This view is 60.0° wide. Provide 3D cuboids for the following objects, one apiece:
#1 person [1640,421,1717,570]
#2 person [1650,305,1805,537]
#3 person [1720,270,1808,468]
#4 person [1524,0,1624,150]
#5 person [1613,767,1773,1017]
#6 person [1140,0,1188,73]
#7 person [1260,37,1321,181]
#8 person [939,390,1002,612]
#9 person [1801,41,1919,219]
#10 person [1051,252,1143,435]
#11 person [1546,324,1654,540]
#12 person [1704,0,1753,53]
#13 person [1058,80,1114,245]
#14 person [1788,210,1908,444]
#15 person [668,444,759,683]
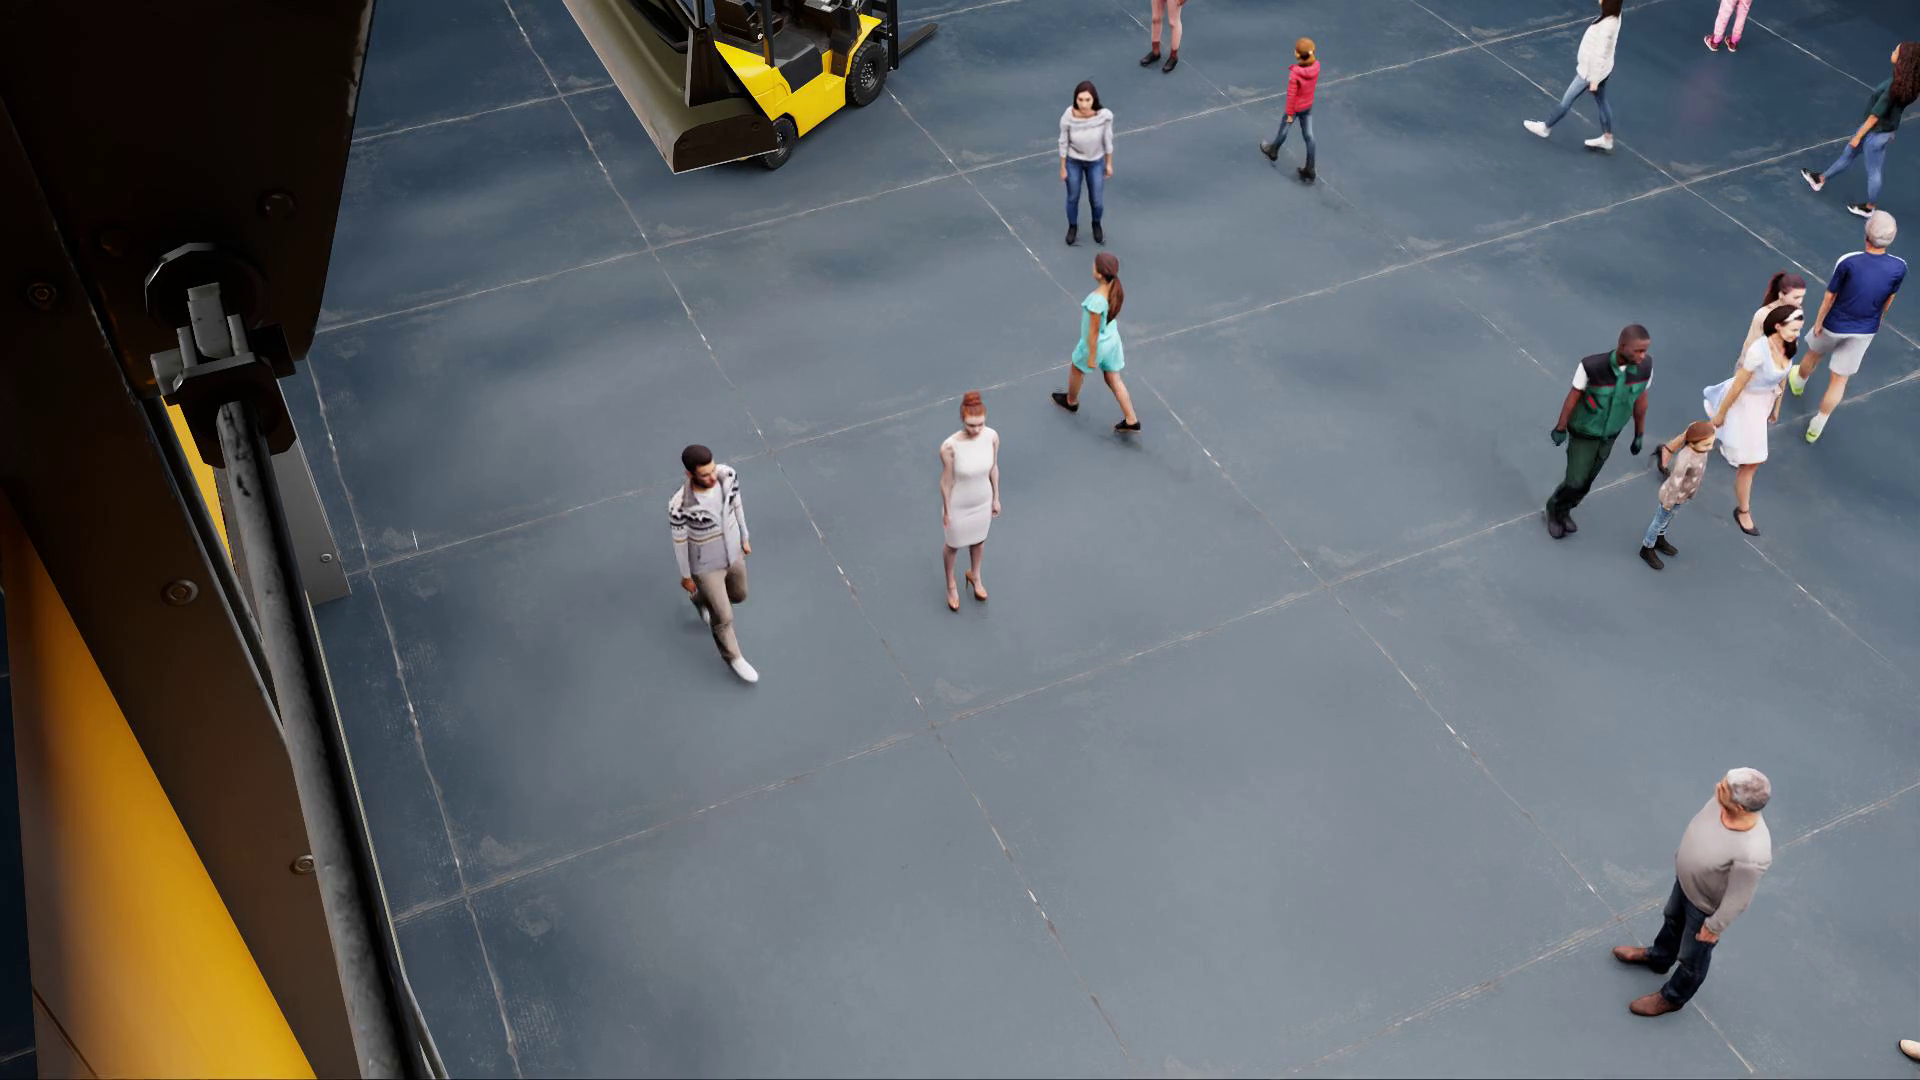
[{"bbox_3d":[4.930,-0.344,11.415,0.544,1.194,0.542,-33,53,-30],"label":"person"},{"bbox_3d":[5.390,-0.938,11.627,0.787,1.762,1.250,-25,49,-24],"label":"person"},{"bbox_3d":[5.786,-1.299,12.121,0.594,1.603,0.773,-15,46,-15],"label":"person"},{"bbox_3d":[5.914,-4.314,15.293,1.170,1.594,1.032,21,47,21],"label":"person"},{"bbox_3d":[3.880,1.814,8.636,0.889,1.903,0.764,3,44,3],"label":"person"},{"bbox_3d":[2.064,-5.483,16.429,0.624,1.719,0.757,27,50,26],"label":"person"},{"bbox_3d":[3.130,-3.884,15.067,0.547,1.283,0.928,-21,48,-21],"label":"person"},{"bbox_3d":[0.053,-0.247,10.873,0.557,1.801,0.461,-17,46,-17],"label":"person"},{"bbox_3d":[8.073,-3.523,14.466,0.814,1.589,1.066,-34,53,-31],"label":"person"},{"bbox_3d":[1.100,-1.421,12.306,1.137,1.525,0.847,32,52,29],"label":"person"},{"bbox_3d":[4.330,-0.811,11.452,0.772,1.820,0.743,-9,44,-9],"label":"person"},{"bbox_3d":[7.920,-5.657,16.809,0.594,1.447,0.598,-3,44,-3],"label":"person"},{"bbox_3d":[1.057,-3.192,14.102,0.742,1.611,0.772,0,44,0],"label":"person"},{"bbox_3d":[6.510,-1.502,12.199,1.081,1.790,1.144,15,46,15],"label":"person"},{"bbox_3d":[-1.595,0.066,10.523,1.117,1.831,0.944,31,52,29],"label":"person"}]
